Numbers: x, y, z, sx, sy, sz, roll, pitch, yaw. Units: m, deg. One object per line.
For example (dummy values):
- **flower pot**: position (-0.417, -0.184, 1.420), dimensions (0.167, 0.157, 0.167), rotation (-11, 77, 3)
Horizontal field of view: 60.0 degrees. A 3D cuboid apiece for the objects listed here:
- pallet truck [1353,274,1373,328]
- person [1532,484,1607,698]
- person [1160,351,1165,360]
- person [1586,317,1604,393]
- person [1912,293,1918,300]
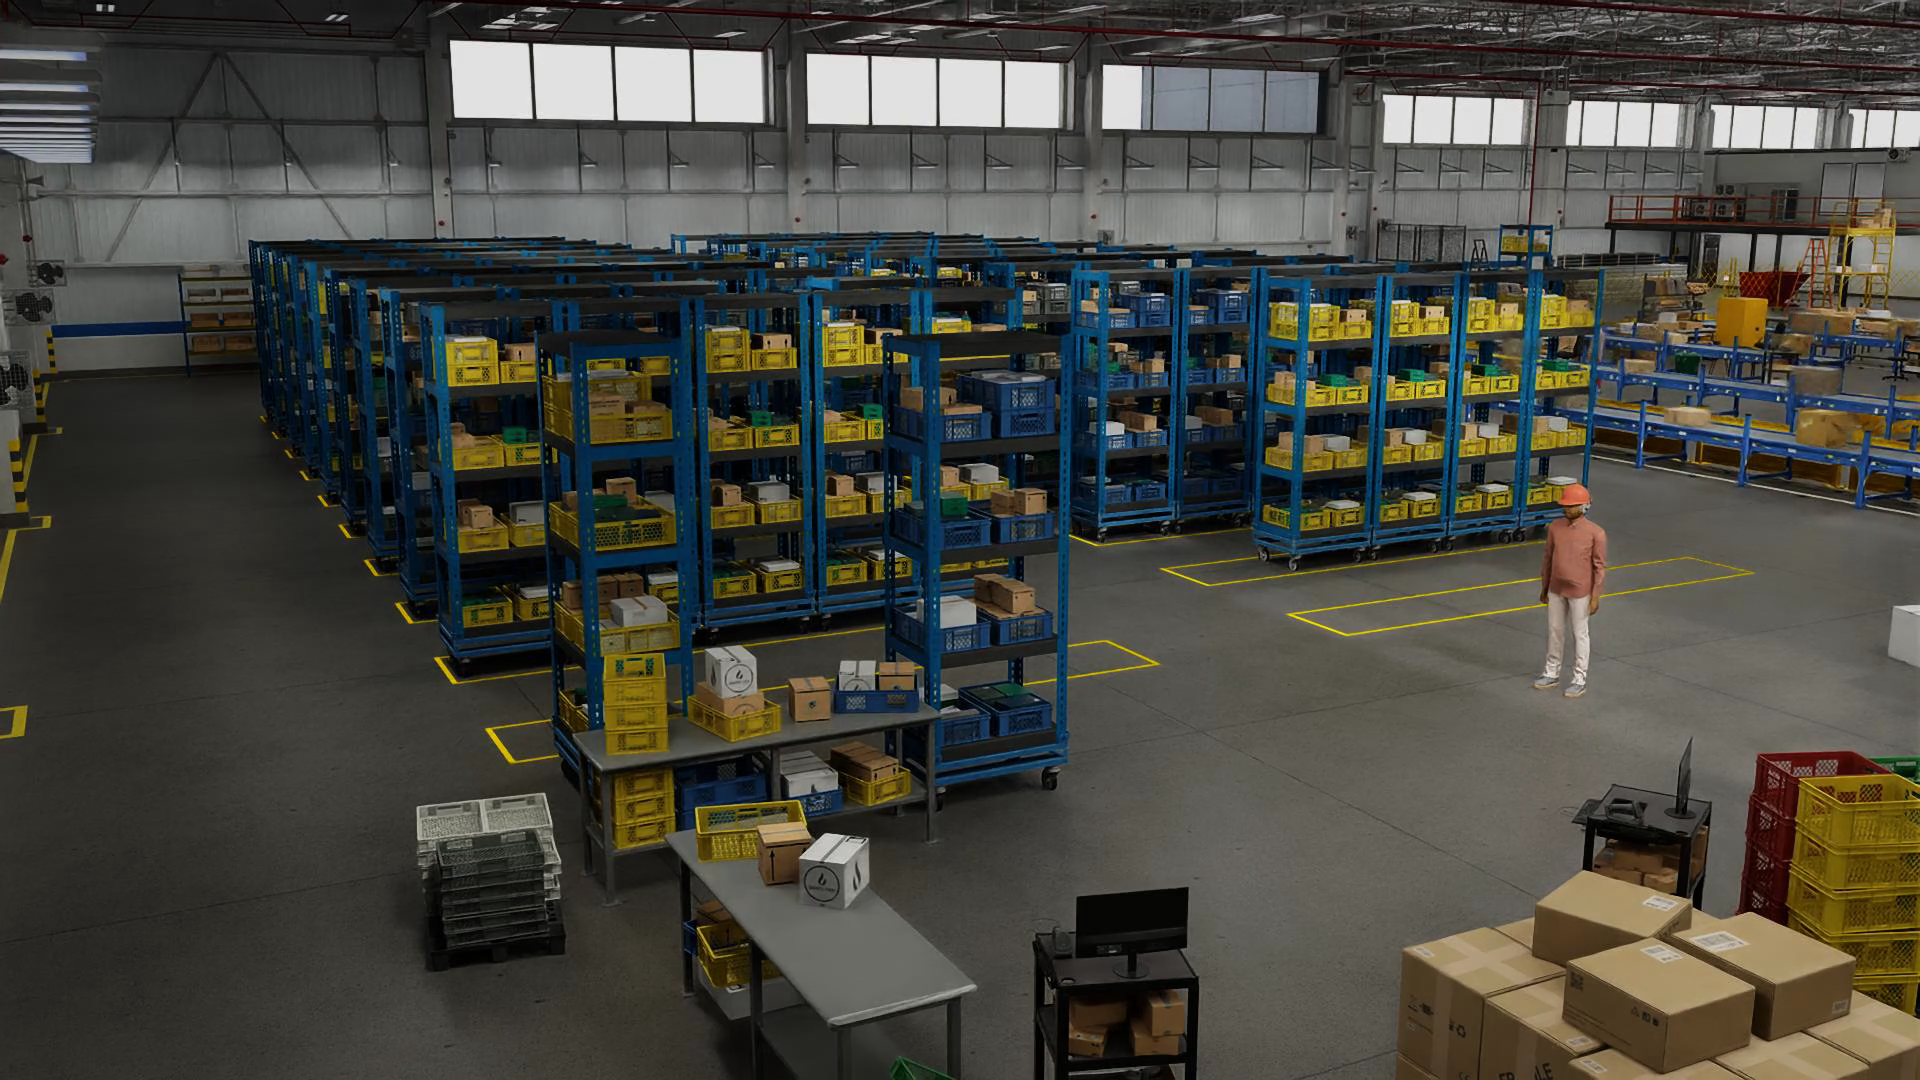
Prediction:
- **pallet truck**: position (13.011, -8.050, 55.243), dimensions (0.823, 1.965, 1.885), rotation (-7, 14, -28)
- **person**: position (5.658, 0.461, 15.439), dimensions (0.390, 1.992, 0.624), rotation (-9, 15, -35)
- **person**: position (5.123, -4.940, 41.132), dimensions (0.594, 1.816, 0.502), rotation (2, 12, 9)
- **person**: position (14.385, -4.179, 37.717), dimensions (0.472, 1.759, 0.548), rotation (0, 12, -1)
- **person**: position (39.364, -10.741, 68.195), dimensions (1.012, 1.832, 0.712), rotation (-6, 14, -27)
